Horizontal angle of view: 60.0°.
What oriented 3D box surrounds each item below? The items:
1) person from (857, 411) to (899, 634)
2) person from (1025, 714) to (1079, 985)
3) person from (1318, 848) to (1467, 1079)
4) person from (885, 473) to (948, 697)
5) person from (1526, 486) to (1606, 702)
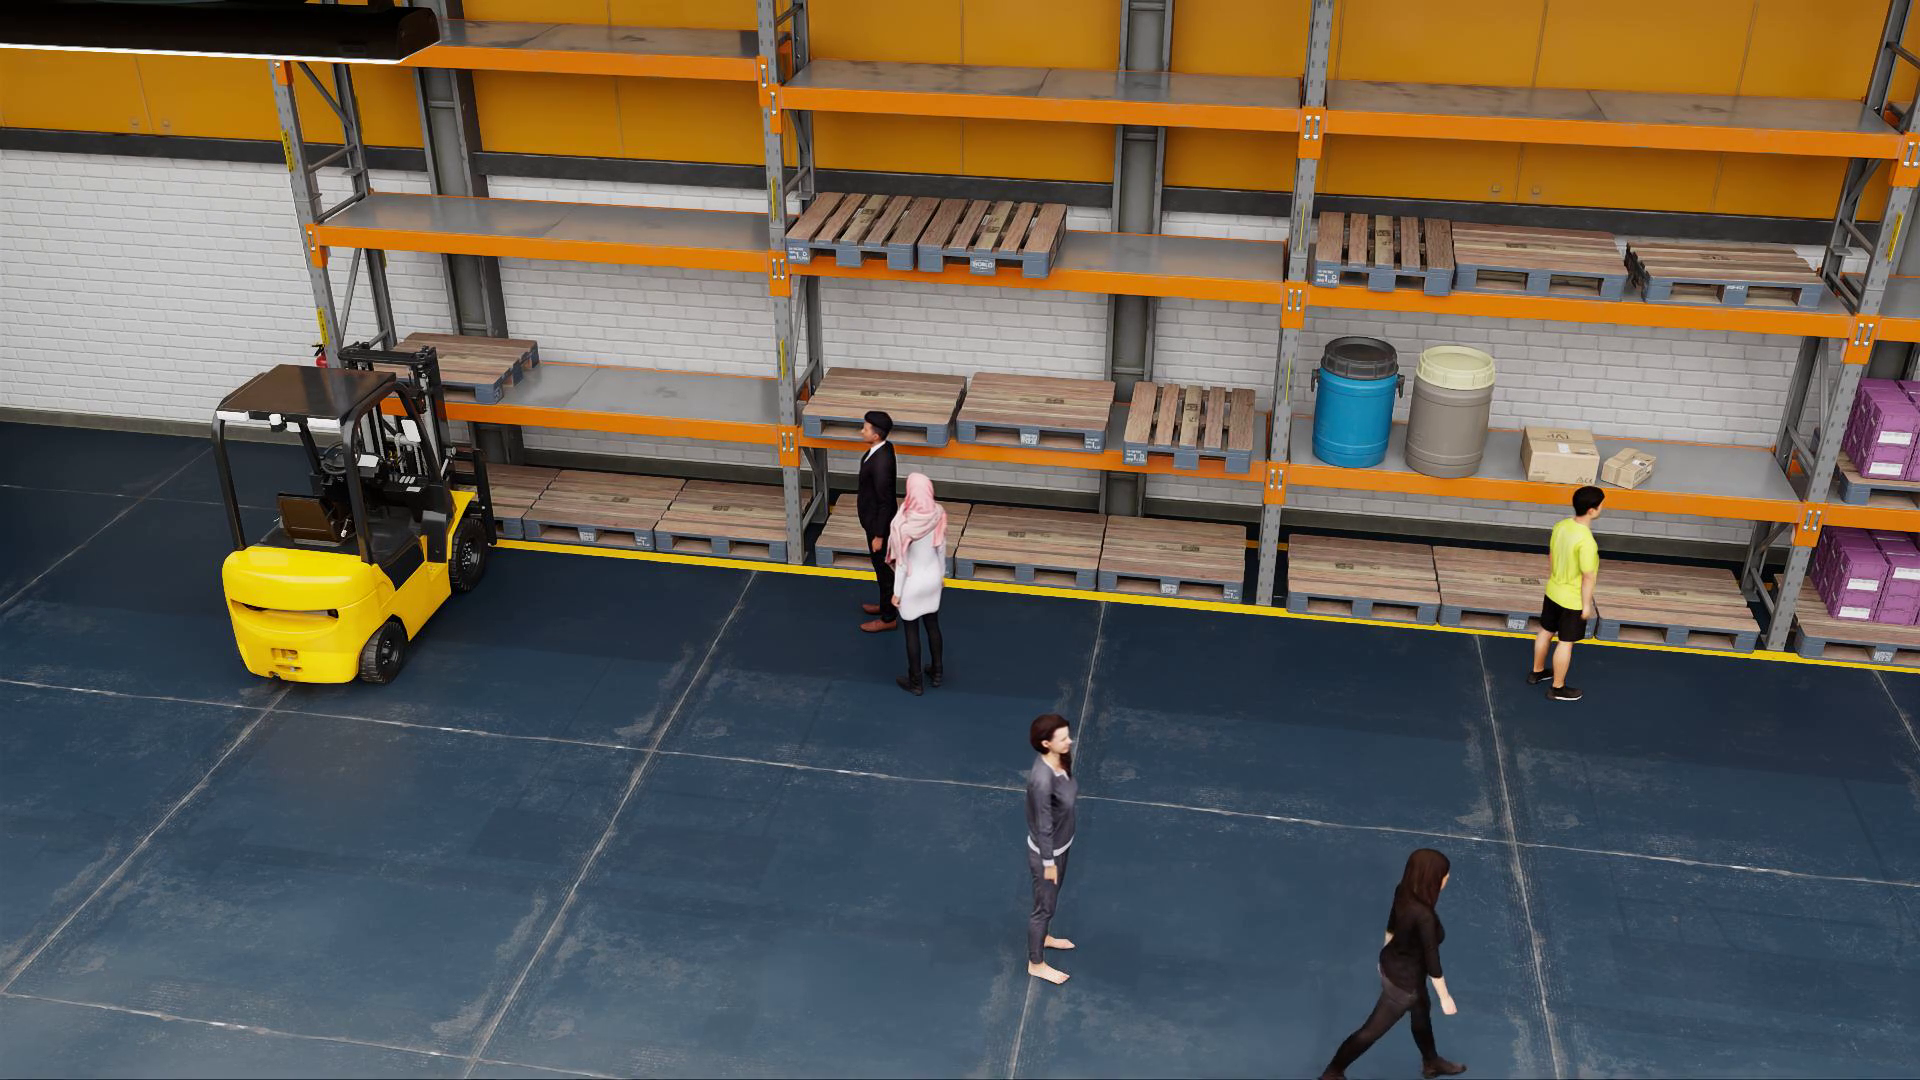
[{"bbox_3d":[-0.613,-0.161,13.093,0.628,1.884,0.739,-1,29,-2],"label":"person"},{"bbox_3d":[0.517,1.765,9.683,0.507,1.768,0.601,5,29,9],"label":"person"},{"bbox_3d":[2.264,2.336,8.810,1.122,1.601,0.719,-1,29,-1],"label":"person"},{"bbox_3d":[-0.302,0.320,12.296,0.737,1.803,0.796,-19,34,-31],"label":"person"},{"bbox_3d":[4.492,0.381,12.282,0.687,1.708,0.700,-8,30,-15],"label":"person"}]
